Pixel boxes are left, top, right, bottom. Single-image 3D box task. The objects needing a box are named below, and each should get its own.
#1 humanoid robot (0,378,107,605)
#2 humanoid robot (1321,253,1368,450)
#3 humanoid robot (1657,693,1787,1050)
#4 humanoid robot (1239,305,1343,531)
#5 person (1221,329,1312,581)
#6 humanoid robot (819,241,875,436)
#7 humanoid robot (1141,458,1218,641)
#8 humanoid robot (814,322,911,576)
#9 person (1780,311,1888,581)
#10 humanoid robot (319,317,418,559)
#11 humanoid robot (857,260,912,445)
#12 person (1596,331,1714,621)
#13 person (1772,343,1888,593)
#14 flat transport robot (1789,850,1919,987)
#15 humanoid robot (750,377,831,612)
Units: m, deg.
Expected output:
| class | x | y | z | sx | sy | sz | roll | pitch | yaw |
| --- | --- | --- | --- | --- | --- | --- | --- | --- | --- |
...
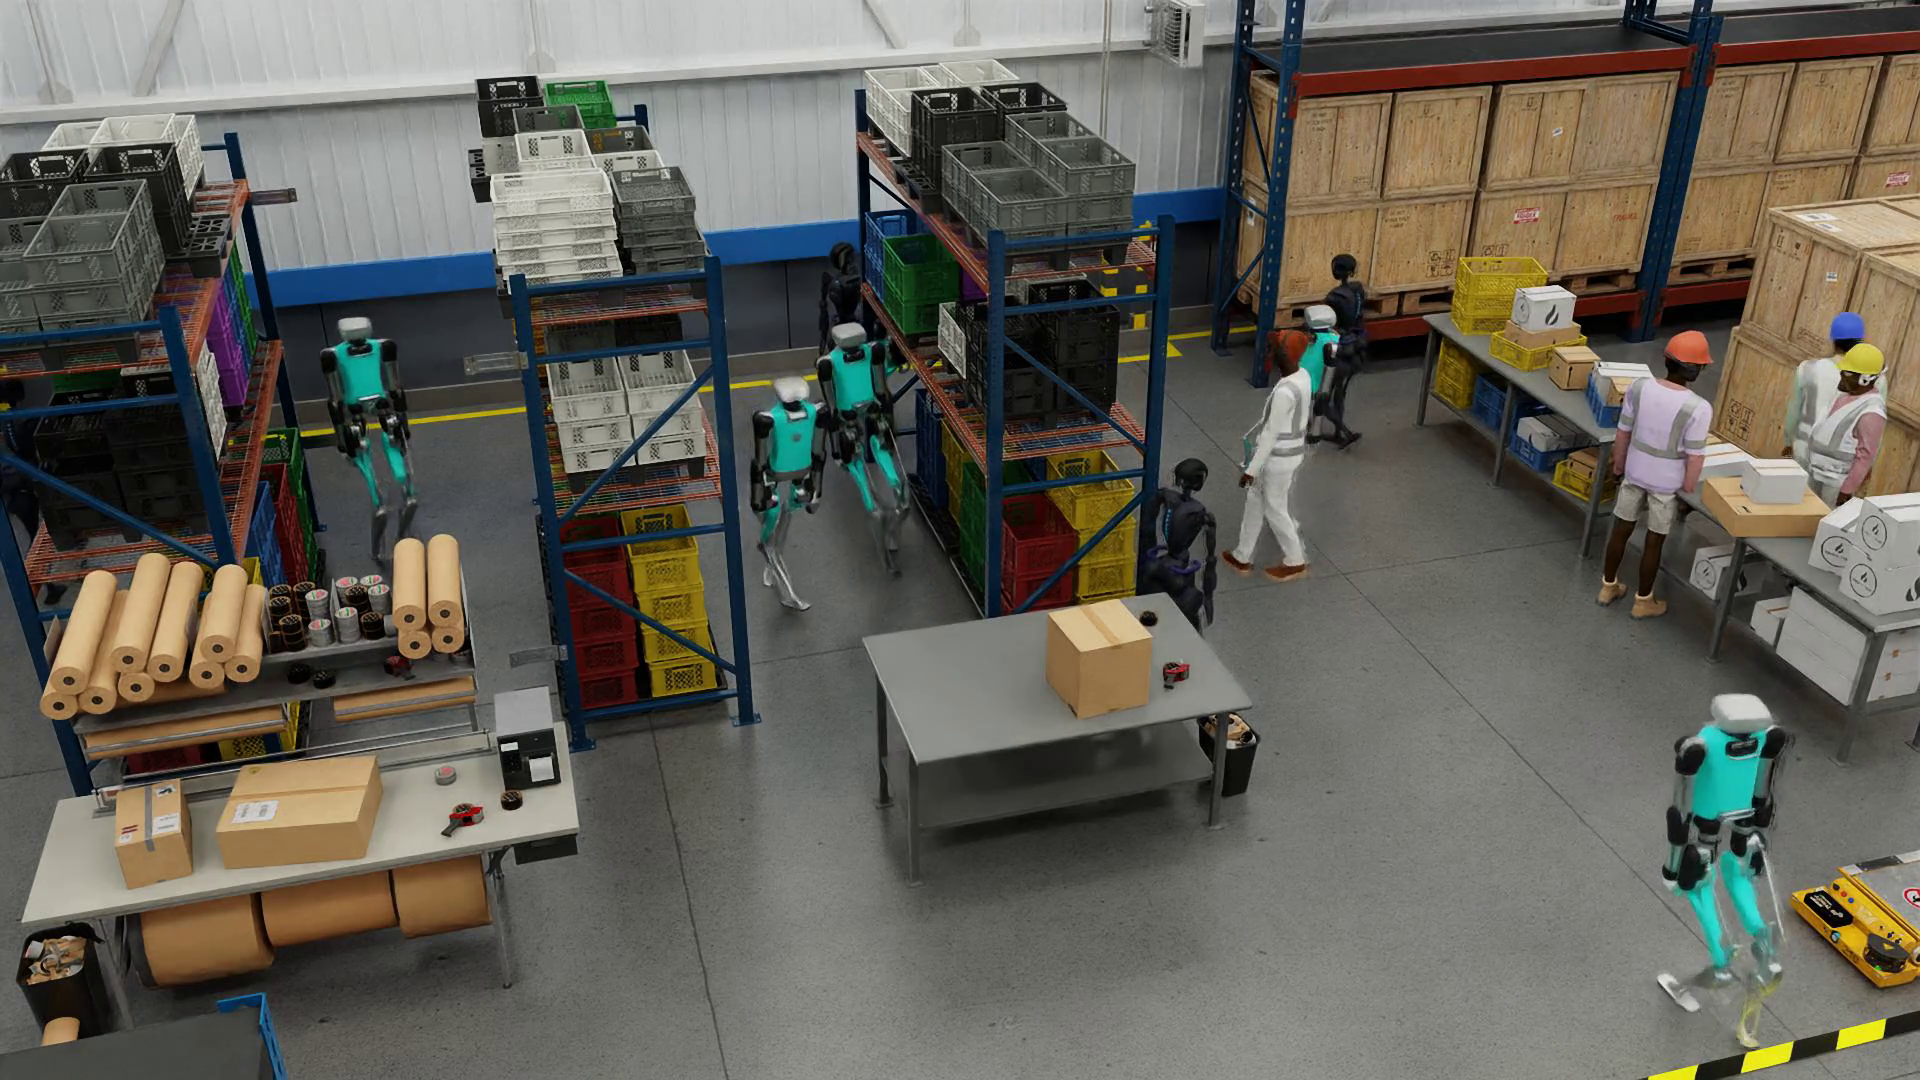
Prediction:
| class | x | y | z | sx | sy | sz | roll | pitch | yaw |
| --- | --- | --- | --- | --- | --- | --- | --- | --- | --- |
| humanoid robot | -6.333 | -0.381 | 11.396 | 0.587 | 1.649 | 0.496 | -4 | 29 | -6 |
| humanoid robot | 3.154 | -1.507 | 13.446 | 0.479 | 1.630 | 0.590 | 25 | 37 | 37 |
| humanoid robot | 3.614 | 1.633 | 7.707 | 0.551 | 1.783 | 0.811 | -7 | 30 | -12 |
| humanoid robot | 2.337 | -0.871 | 12.117 | 0.728 | 1.693 | 0.532 | -5 | 29 | -10 |
| person | 2.195 | -0.563 | 11.536 | 0.654 | 1.851 | 0.651 | 9 | 30 | 17 |
| humanoid robot | -0.917 | -1.652 | 13.700 | 0.596 | 1.655 | 0.320 | 21 | 35 | 33 |
| humanoid robot | 1.284 | 0.253 | 10.244 | 0.437 | 1.647 | 0.608 | -23 | 36 | -35 |
| humanoid robot | -0.599 | -0.553 | 11.749 | 0.573 | 1.882 | 0.829 | -16 | 33 | -27 |
| person | 6.058 | -0.620 | 11.606 | 0.609 | 1.896 | 0.800 | 9 | 30 | 15 |
| humanoid robot | -4.108 | -0.634 | 11.833 | 0.556 | 1.820 | 0.769 | -17 | 33 | -28 |
| humanoid robot | -0.694 | -1.484 | 13.406 | 0.773 | 1.834 | 0.543 | -19 | 34 | -31 |
| person | 4.652 | -0.430 | 11.109 | 0.393 | 2.038 | 0.609 | -19 | 34 | -31 |
| person | 6.001 | -0.485 | 11.419 | 0.404 | 1.830 | 0.600 | 3 | 29 | 6 |
| flat transport robot | 5.163 | 1.916 | 8.676 | 1.431 | 0.231 | 0.659 | -8 | 30 | -14 |
| humanoid robot | -1.265 | -0.399 | 11.379 | 0.555 | 1.738 | 0.939 | -14 | 32 | -24 |
